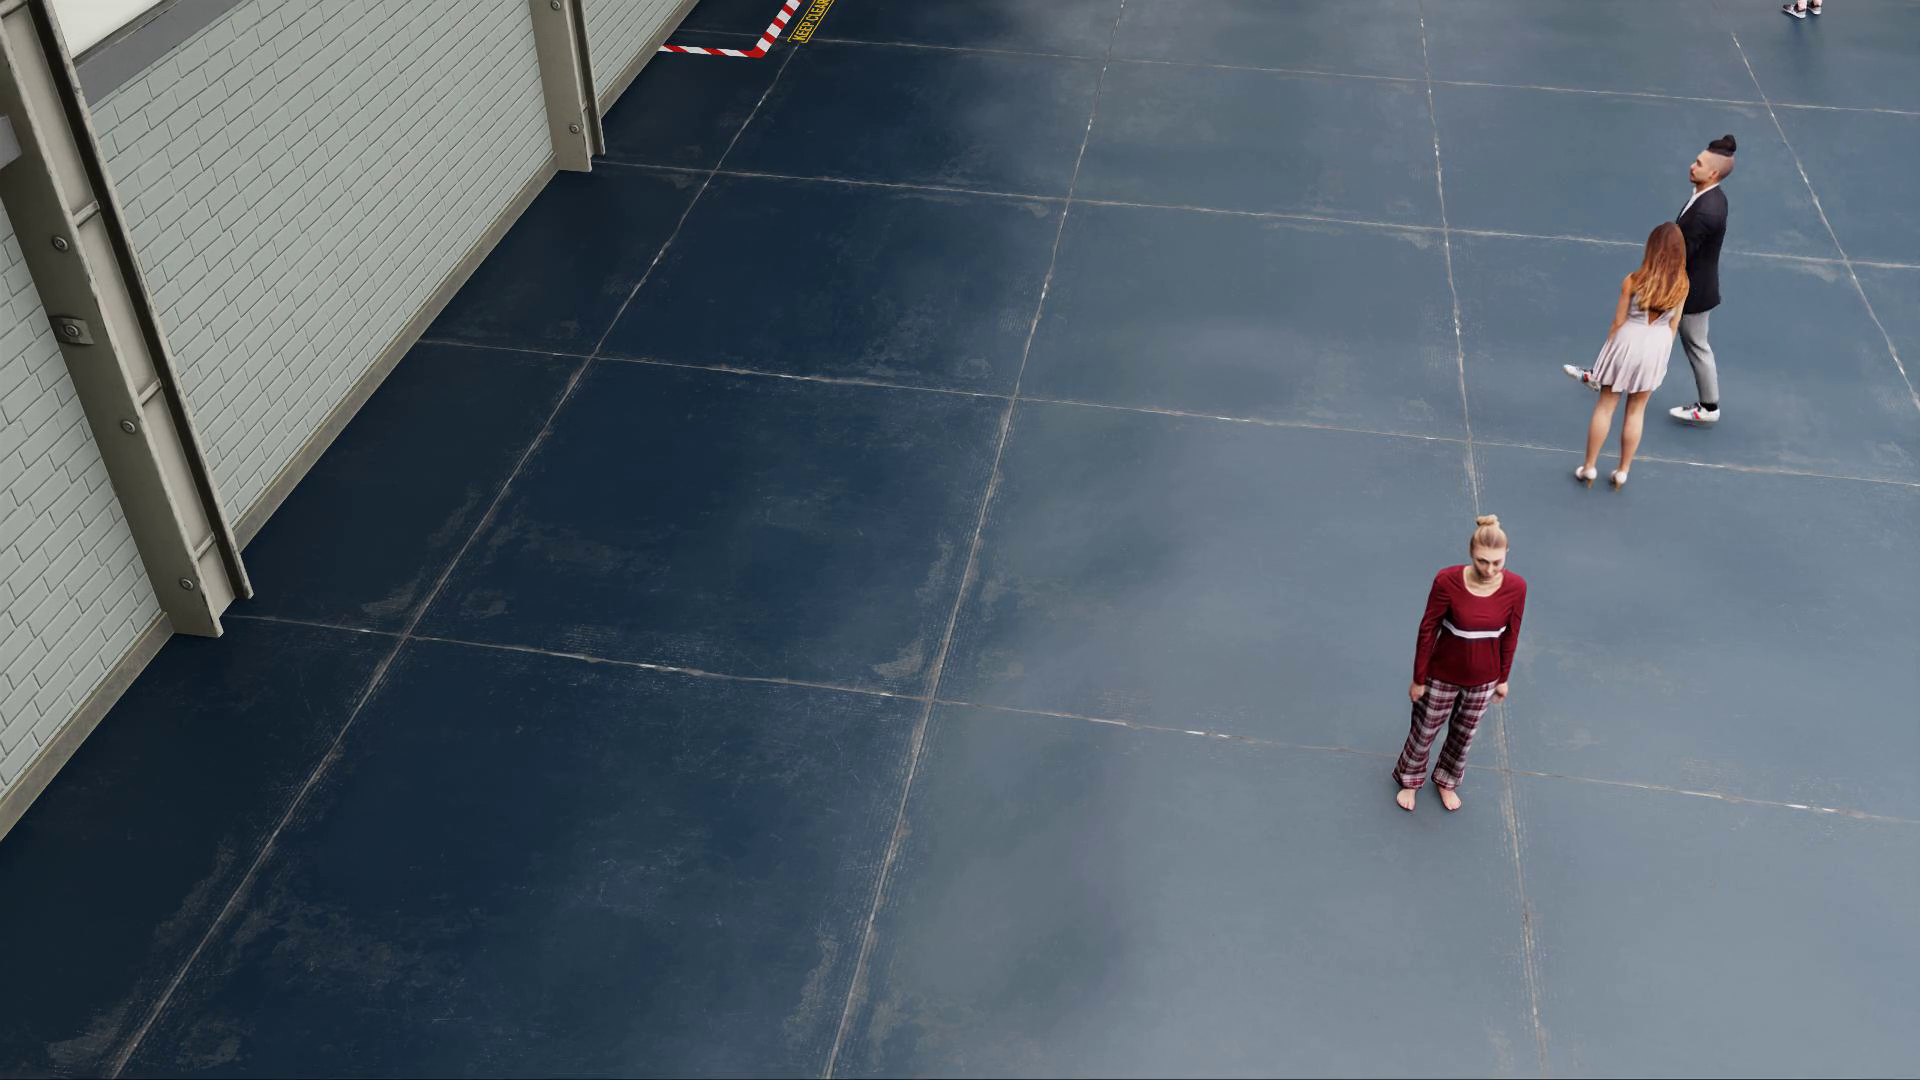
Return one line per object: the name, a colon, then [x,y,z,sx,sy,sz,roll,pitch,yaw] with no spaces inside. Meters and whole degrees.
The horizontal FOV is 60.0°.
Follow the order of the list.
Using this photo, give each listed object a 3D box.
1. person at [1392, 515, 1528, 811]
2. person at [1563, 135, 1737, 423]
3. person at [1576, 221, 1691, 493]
person: [2.361,0.614,7.847,0.654,1.699,0.553,0,38,1]
person: [4.693,-1.567,10.482,0.877,1.887,1.213,10,39,13]
person: [4.037,-1.068,9.943,0.556,1.765,0.561,6,38,8]
